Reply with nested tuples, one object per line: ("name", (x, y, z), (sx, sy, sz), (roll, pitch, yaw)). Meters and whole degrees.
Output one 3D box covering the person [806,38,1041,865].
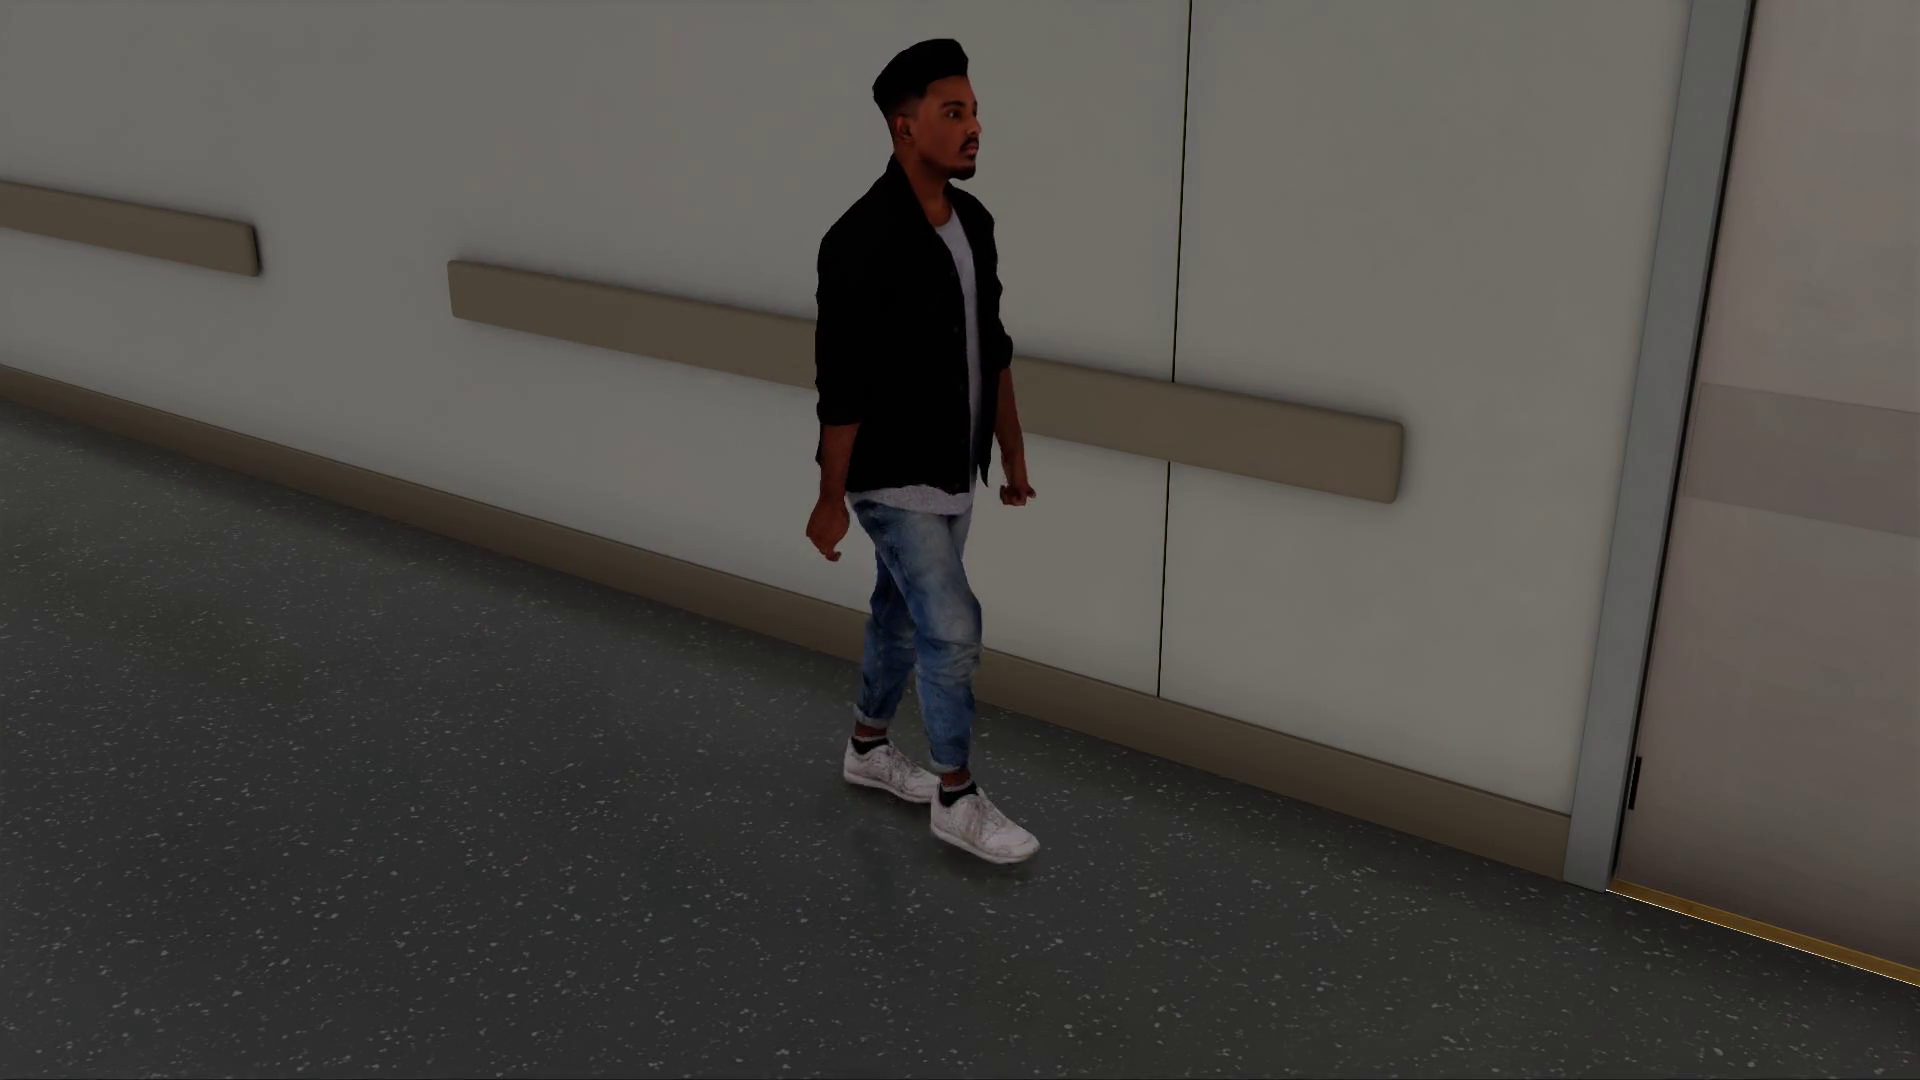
("person", (-0.179, -0.194, 3.760), (0.807, 1.792, 0.815), (12, 24, 28))
